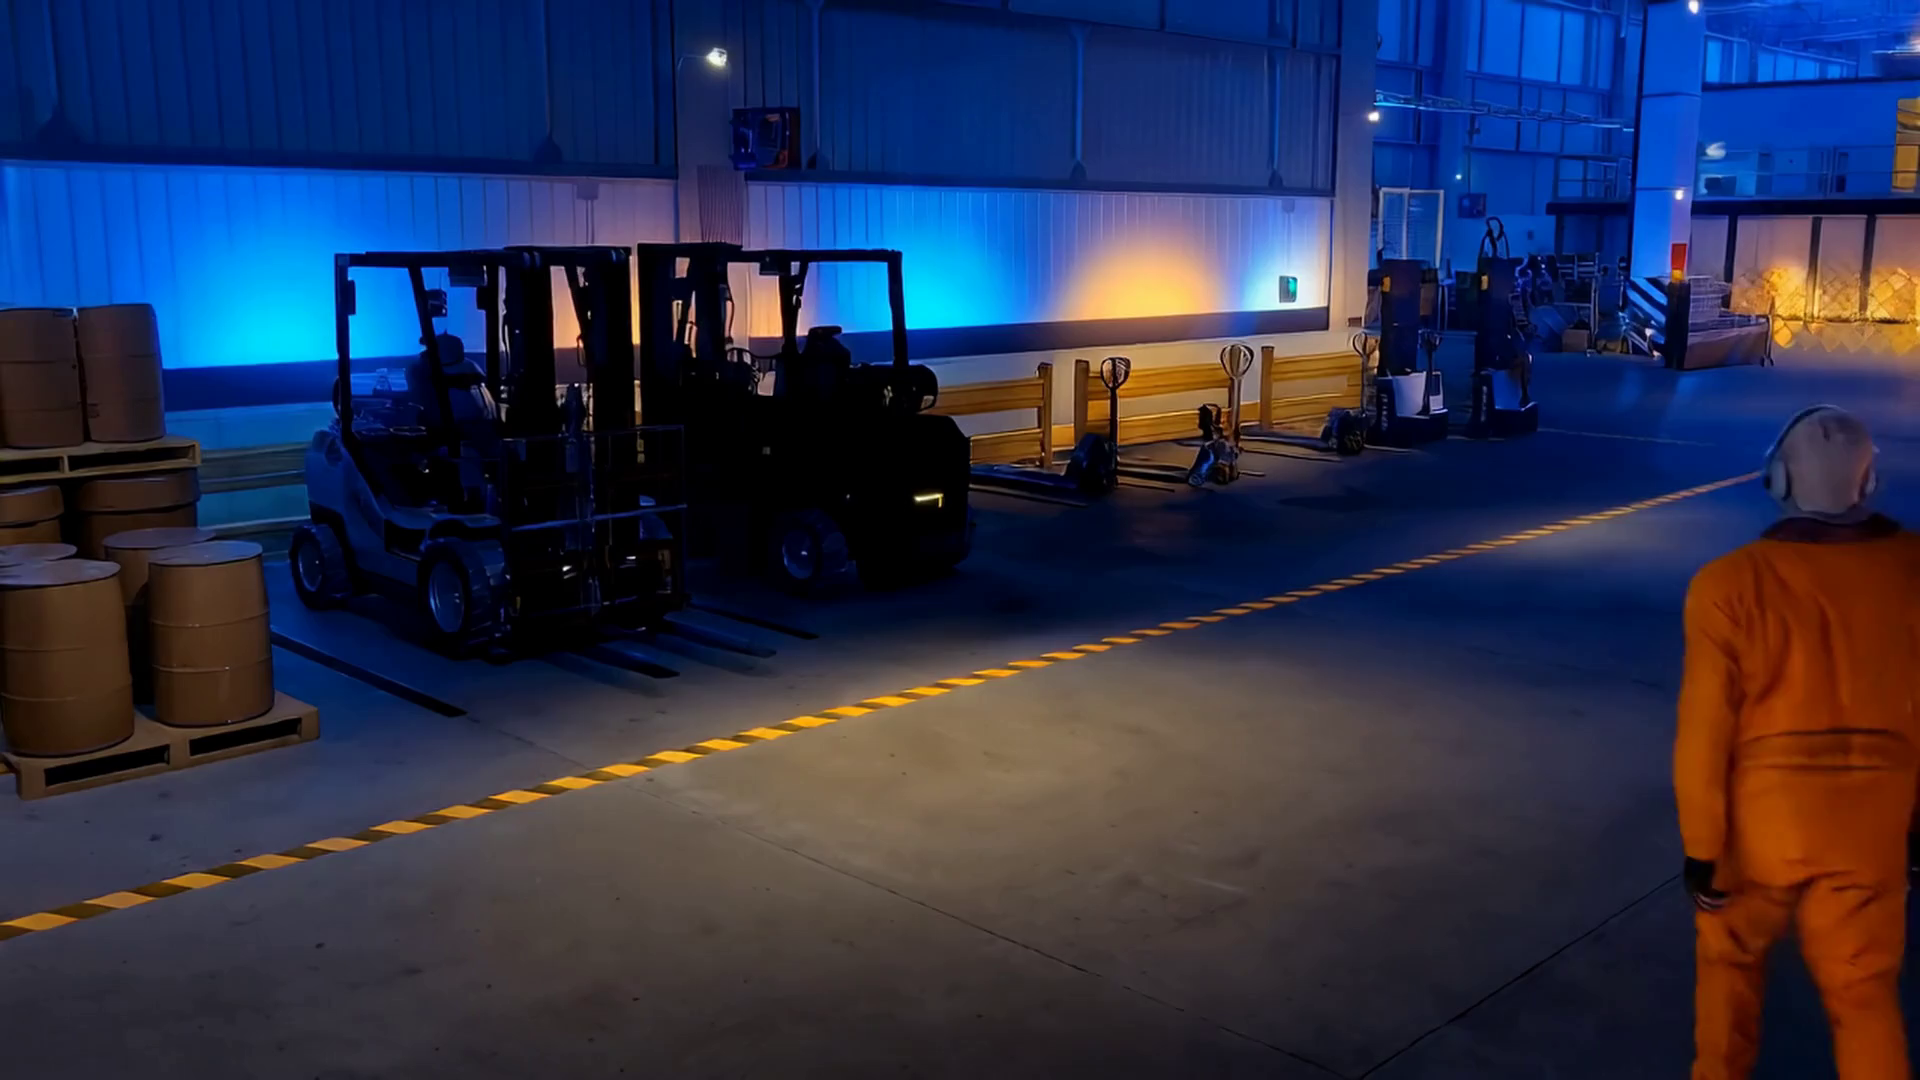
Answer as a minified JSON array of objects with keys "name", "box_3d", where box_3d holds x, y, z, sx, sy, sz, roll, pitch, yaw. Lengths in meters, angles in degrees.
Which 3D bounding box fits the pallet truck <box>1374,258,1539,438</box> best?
[{"name":"pallet truck","box_3d":[5.704,-2.208,18.901,1.885,1.965,0.823,10,14,43]}]

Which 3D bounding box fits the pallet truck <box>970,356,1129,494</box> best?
[{"name":"pallet truck","box_3d":[0.784,-1.085,14.876,0.680,1.201,1.601,-10,14,-44]}]

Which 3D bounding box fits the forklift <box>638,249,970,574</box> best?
[{"name":"forklift","box_3d":[-1.173,-0.958,11.239,2.680,1.987,1.157,10,14,43]}]

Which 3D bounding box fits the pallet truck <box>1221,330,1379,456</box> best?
[{"name":"pallet truck","box_3d":[3.563,-1.581,17.381,0.653,1.274,1.630,-10,14,-44]}]

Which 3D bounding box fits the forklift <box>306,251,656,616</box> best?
[{"name":"forklift","box_3d":[-2.833,-0.669,9.694,1.157,1.987,2.680,-10,14,-44]}]

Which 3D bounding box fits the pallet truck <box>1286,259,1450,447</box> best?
[{"name":"pallet truck","box_3d":[4.493,-2.078,18.196,0.823,1.965,1.885,-9,14,-40]}]

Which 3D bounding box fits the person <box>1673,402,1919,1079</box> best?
[{"name":"person","box_3d":[1.932,0.633,3.754,0.637,1.879,0.882,2,11,8]}]

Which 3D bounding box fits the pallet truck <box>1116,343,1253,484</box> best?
[{"name":"pallet truck","box_3d":[1.962,-1.215,15.415,1.522,1.261,0.704,10,14,43]}]
